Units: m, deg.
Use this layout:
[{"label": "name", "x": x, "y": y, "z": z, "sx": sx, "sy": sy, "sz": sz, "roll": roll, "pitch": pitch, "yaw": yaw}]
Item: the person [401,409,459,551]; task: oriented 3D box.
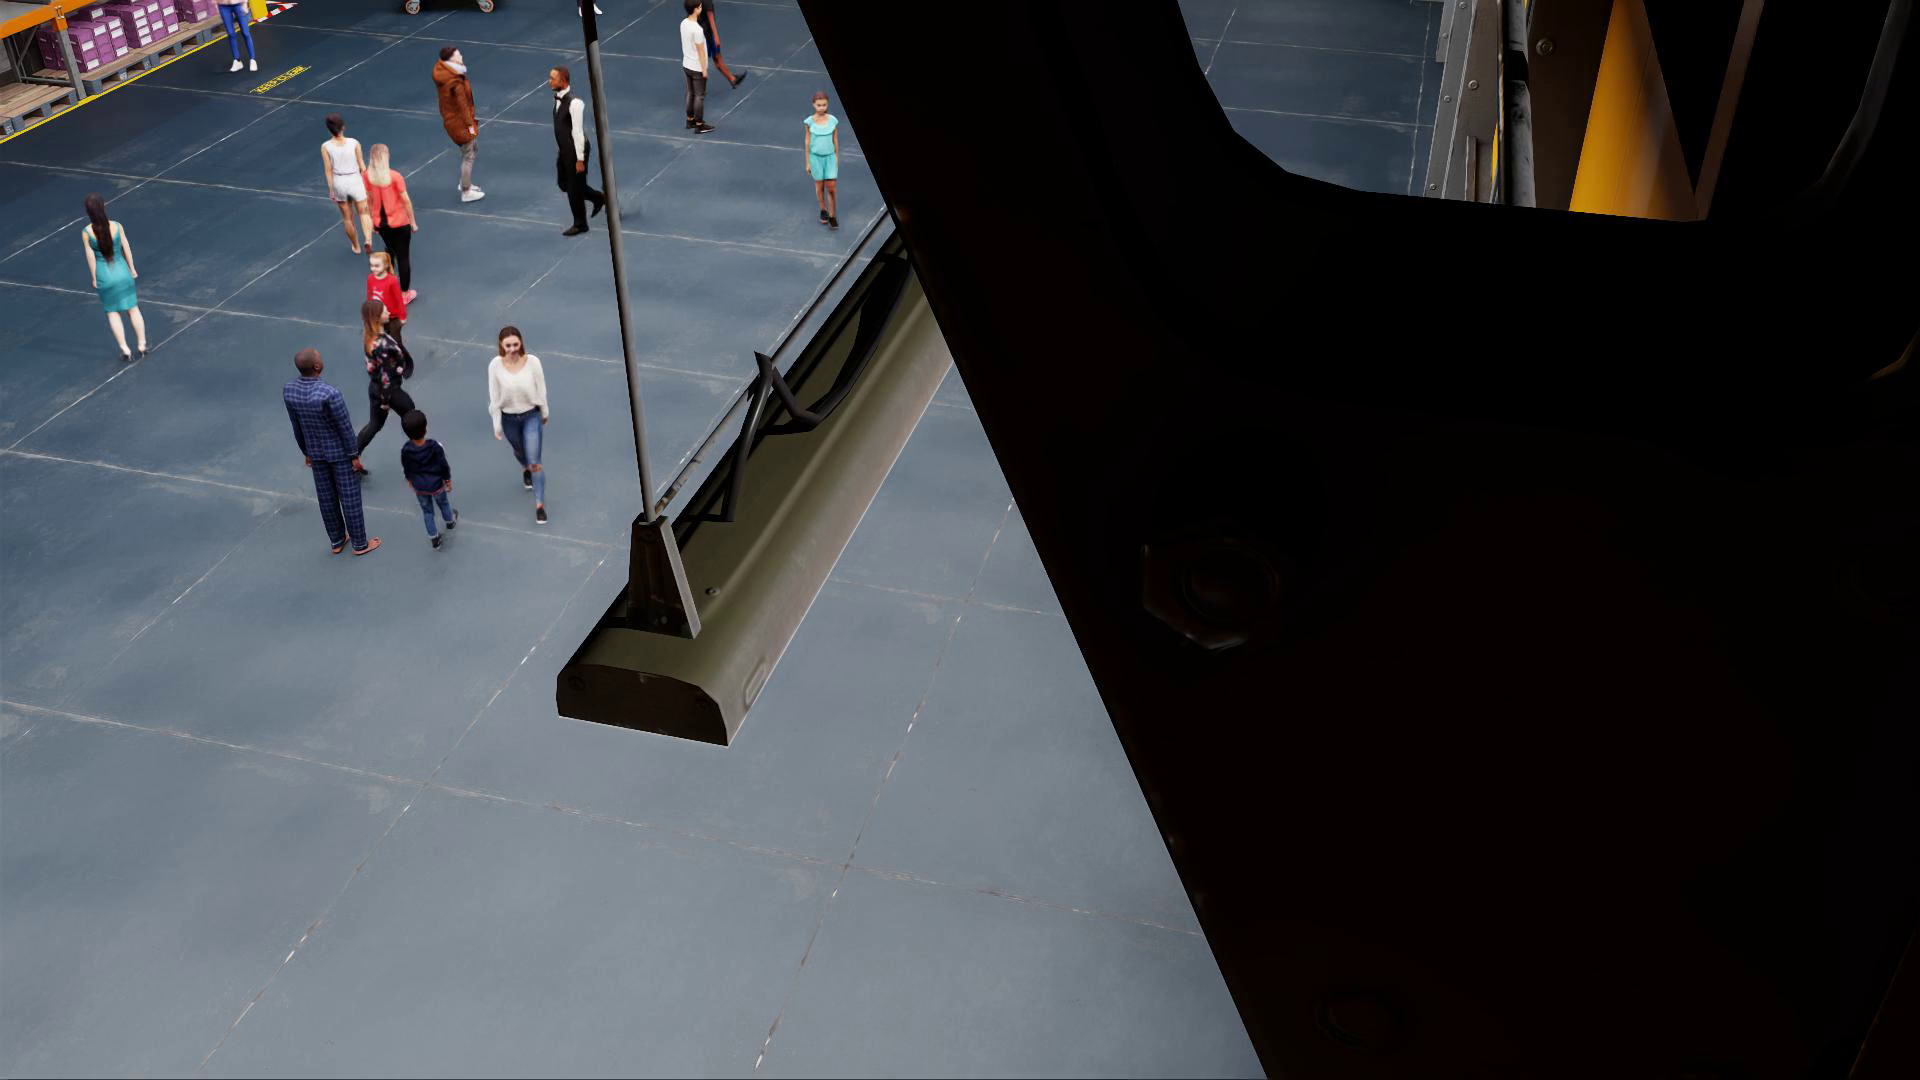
[{"label": "person", "x": -4.284, "y": -0.461, "z": 13.351, "sx": 0.673, "sy": 1.209, "sz": 0.782, "roll": -3, "pitch": 34, "yaw": -5}]

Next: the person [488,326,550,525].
[{"label": "person", "x": -3.660, "y": -1.028, "z": 13.803, "sx": 0.942, "sy": 1.653, "sz": 1.191, "roll": -6, "pitch": 34, "yaw": -9}]

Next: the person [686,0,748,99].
[{"label": "person", "x": -3.533, "y": -6.781, "z": 22.383, "sx": 1.179, "sy": 1.736, "sz": 1.155, "roll": -15, "pitch": 37, "yaw": -22}]

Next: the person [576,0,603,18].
[{"label": "person", "x": -5.848, "y": -9.012, "z": 25.772, "sx": 0.688, "sy": 1.701, "sz": 0.768, "roll": -22, "pitch": 40, "yaw": -30}]

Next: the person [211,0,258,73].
[{"label": "person", "x": -10.262, "y": -7.513, "z": 23.456, "sx": 0.711, "sy": 1.768, "sz": 0.653, "roll": -1, "pitch": 34, "yaw": -2}]

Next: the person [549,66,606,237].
[{"label": "person", "x": -4.246, "y": -4.364, "z": 18.596, "sx": 1.068, "sy": 1.903, "sz": 0.982, "roll": -24, "pitch": 40, "yaw": -31}]

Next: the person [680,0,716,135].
[{"label": "person", "x": -3.423, "y": -6.132, "z": 21.426, "sx": 0.739, "sy": 1.715, "sz": 0.695, "roll": -21, "pitch": 39, "yaw": -28}]

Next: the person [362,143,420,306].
[{"label": "person", "x": -5.867, "y": -3.200, "z": 17.047, "sx": 0.612, "sy": 1.680, "sz": 0.624, "roll": 7, "pitch": 34, "yaw": 10}]

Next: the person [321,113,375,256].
[{"label": "person", "x": -6.619, "y": -3.807, "z": 18.027, "sx": 0.820, "sy": 1.606, "sz": 0.908, "roll": -13, "pitch": 36, "yaw": -19}]

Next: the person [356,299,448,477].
[{"label": "person", "x": -4.961, "y": -1.254, "z": 14.150, "sx": 1.144, "sy": 1.646, "sz": 1.020, "roll": -23, "pitch": 40, "yaw": -30}]

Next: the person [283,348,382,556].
[{"label": "person", "x": -4.988, "y": -0.698, "z": 13.153, "sx": 0.666, "sy": 1.825, "sz": 0.600, "roll": 7, "pitch": 34, "yaw": 11}]

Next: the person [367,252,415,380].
[{"label": "person", "x": -5.409, "y": -2.168, "z": 15.863, "sx": 0.502, "sy": 1.272, "sz": 0.507, "roll": 11, "pitch": 35, "yaw": 16}]

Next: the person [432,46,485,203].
[{"label": "person", "x": -5.891, "y": -4.818, "z": 19.351, "sx": 0.918, "sy": 1.824, "sz": 0.876, "roll": -24, "pitch": 41, "yaw": -32}]

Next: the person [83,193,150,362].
[{"label": "person", "x": -8.149, "y": -2.527, "z": 16.026, "sx": 0.574, "sy": 1.689, "sz": 0.675, "roll": -26, "pitch": 41, "yaw": -33}]

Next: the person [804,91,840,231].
[{"label": "person", "x": -1.570, "y": -4.360, "z": 18.915, "sx": 0.679, "sy": 1.543, "sz": 0.839, "roll": -1, "pitch": 34, "yaw": -2}]
